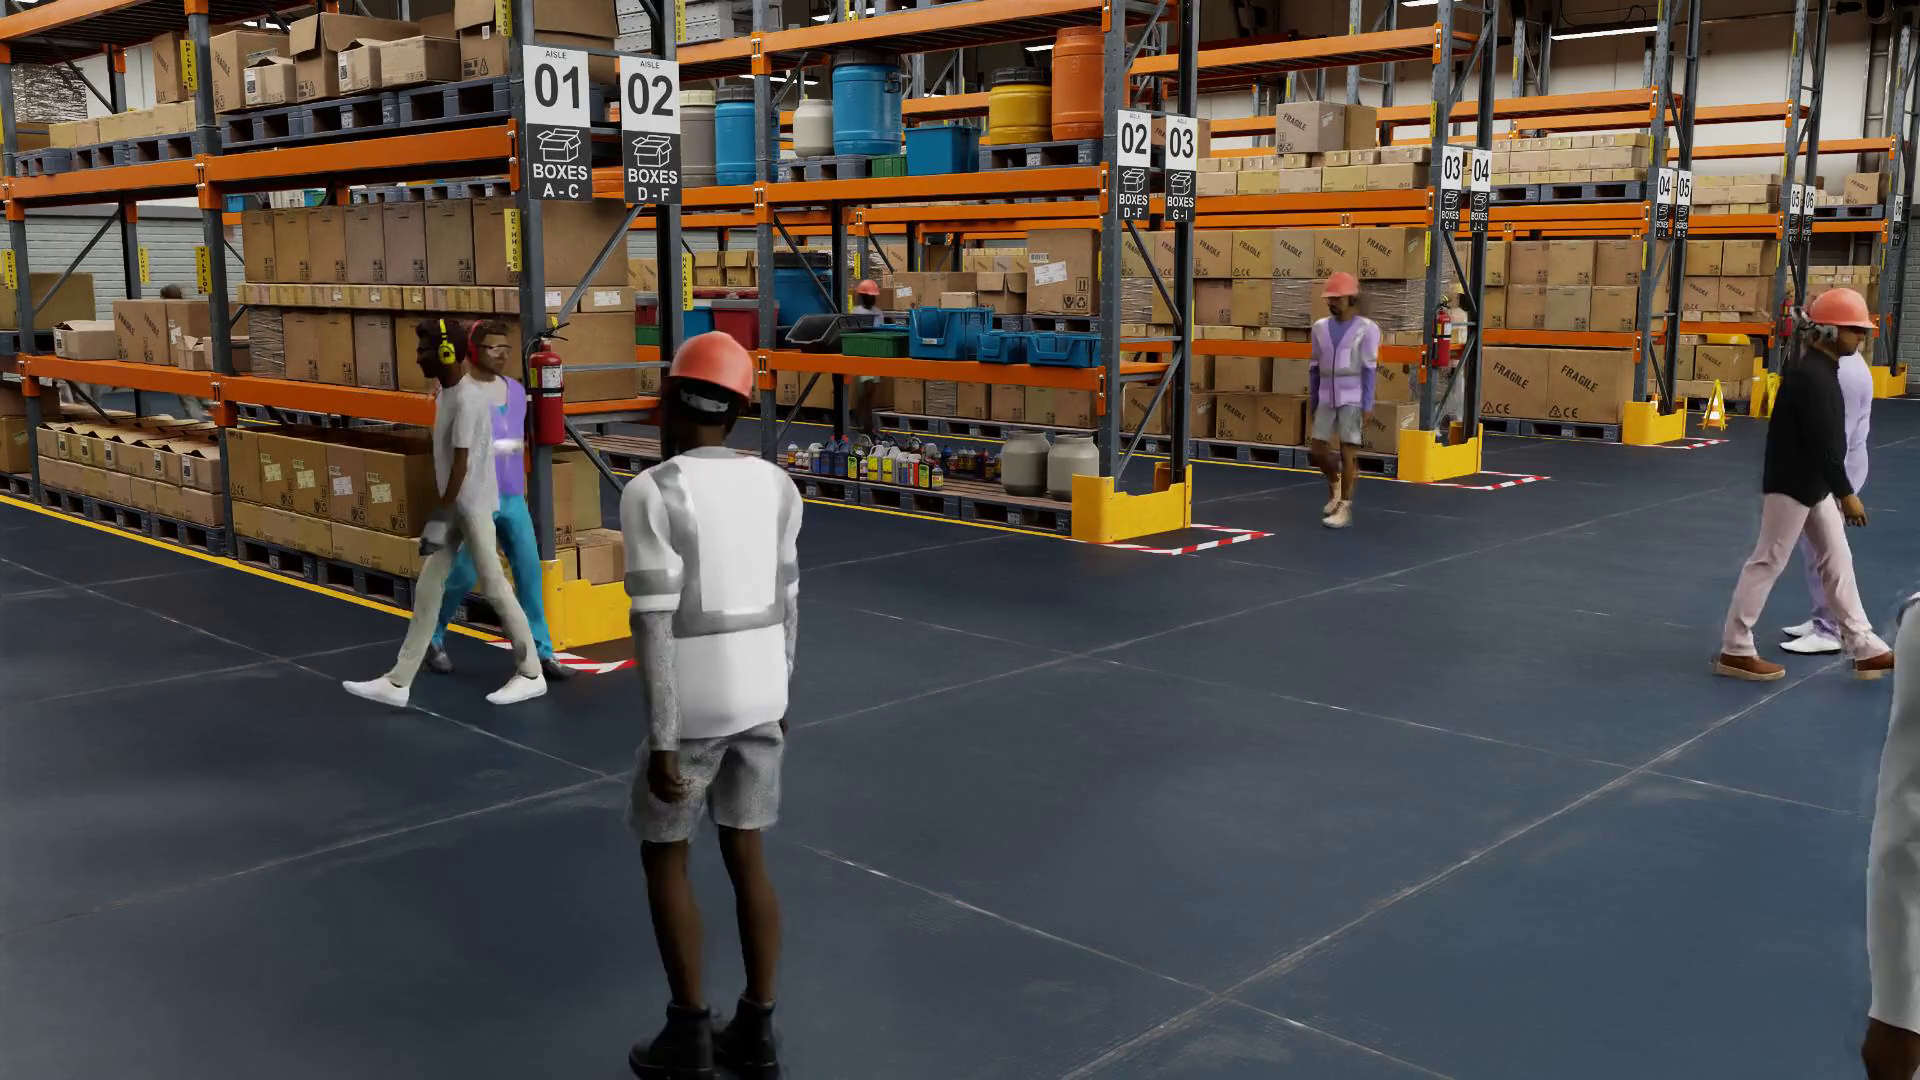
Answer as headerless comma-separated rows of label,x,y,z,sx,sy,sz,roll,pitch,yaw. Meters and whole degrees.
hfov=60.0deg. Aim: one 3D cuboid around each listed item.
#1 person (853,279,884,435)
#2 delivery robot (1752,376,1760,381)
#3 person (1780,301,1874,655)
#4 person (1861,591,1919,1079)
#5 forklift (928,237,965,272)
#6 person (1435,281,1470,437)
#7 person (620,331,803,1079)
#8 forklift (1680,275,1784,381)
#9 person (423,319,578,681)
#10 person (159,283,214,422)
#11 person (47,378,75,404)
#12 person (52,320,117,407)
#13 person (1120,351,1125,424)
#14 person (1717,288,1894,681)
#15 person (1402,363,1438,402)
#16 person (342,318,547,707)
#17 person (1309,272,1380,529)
person,-1.123,-2.269,20.678,0.422,1.922,0.542,8,12,40
delivery robot,11.858,-2.401,25.489,0.707,0.478,0.477,5,10,27
person,4.643,-0.335,8.915,0.411,1.887,0.669,4,10,22
person,1.710,0.704,2.601,0.659,1.868,0.629,0,9,-1
forklift,-0.326,-5.817,39.609,1.129,2.768,1.873,9,13,43
person,5.902,-2.115,19.759,0.511,1.903,0.605,5,10,28
person,-0.619,0.419,4.260,0.562,1.890,0.542,-8,13,-42
forklift,12.480,-3.427,27.053,1.214,2.155,2.313,9,13,43
person,-2.404,-0.209,8.382,0.908,1.803,0.582,5,11,29
person,-8.488,-1.907,18.544,0.753,1.891,0.702,3,10,18
person,-12.274,-2.600,22.536,0.622,1.972,0.775,-6,11,-35
person,-9.700,-1.827,18.358,0.916,1.779,0.621,9,13,42
person,1.935,-2.443,22.171,0.639,1.779,0.884,-9,13,-44
person,4.254,-0.239,8.132,0.969,1.942,0.599,7,12,36
person,5.695,-2.273,20.651,0.463,1.928,0.644,9,13,44
person,-2.380,-0.105,7.716,0.944,1.819,0.521,-6,11,-31
person,3.032,-1.112,13.236,0.618,2.026,0.488,8,12,41
